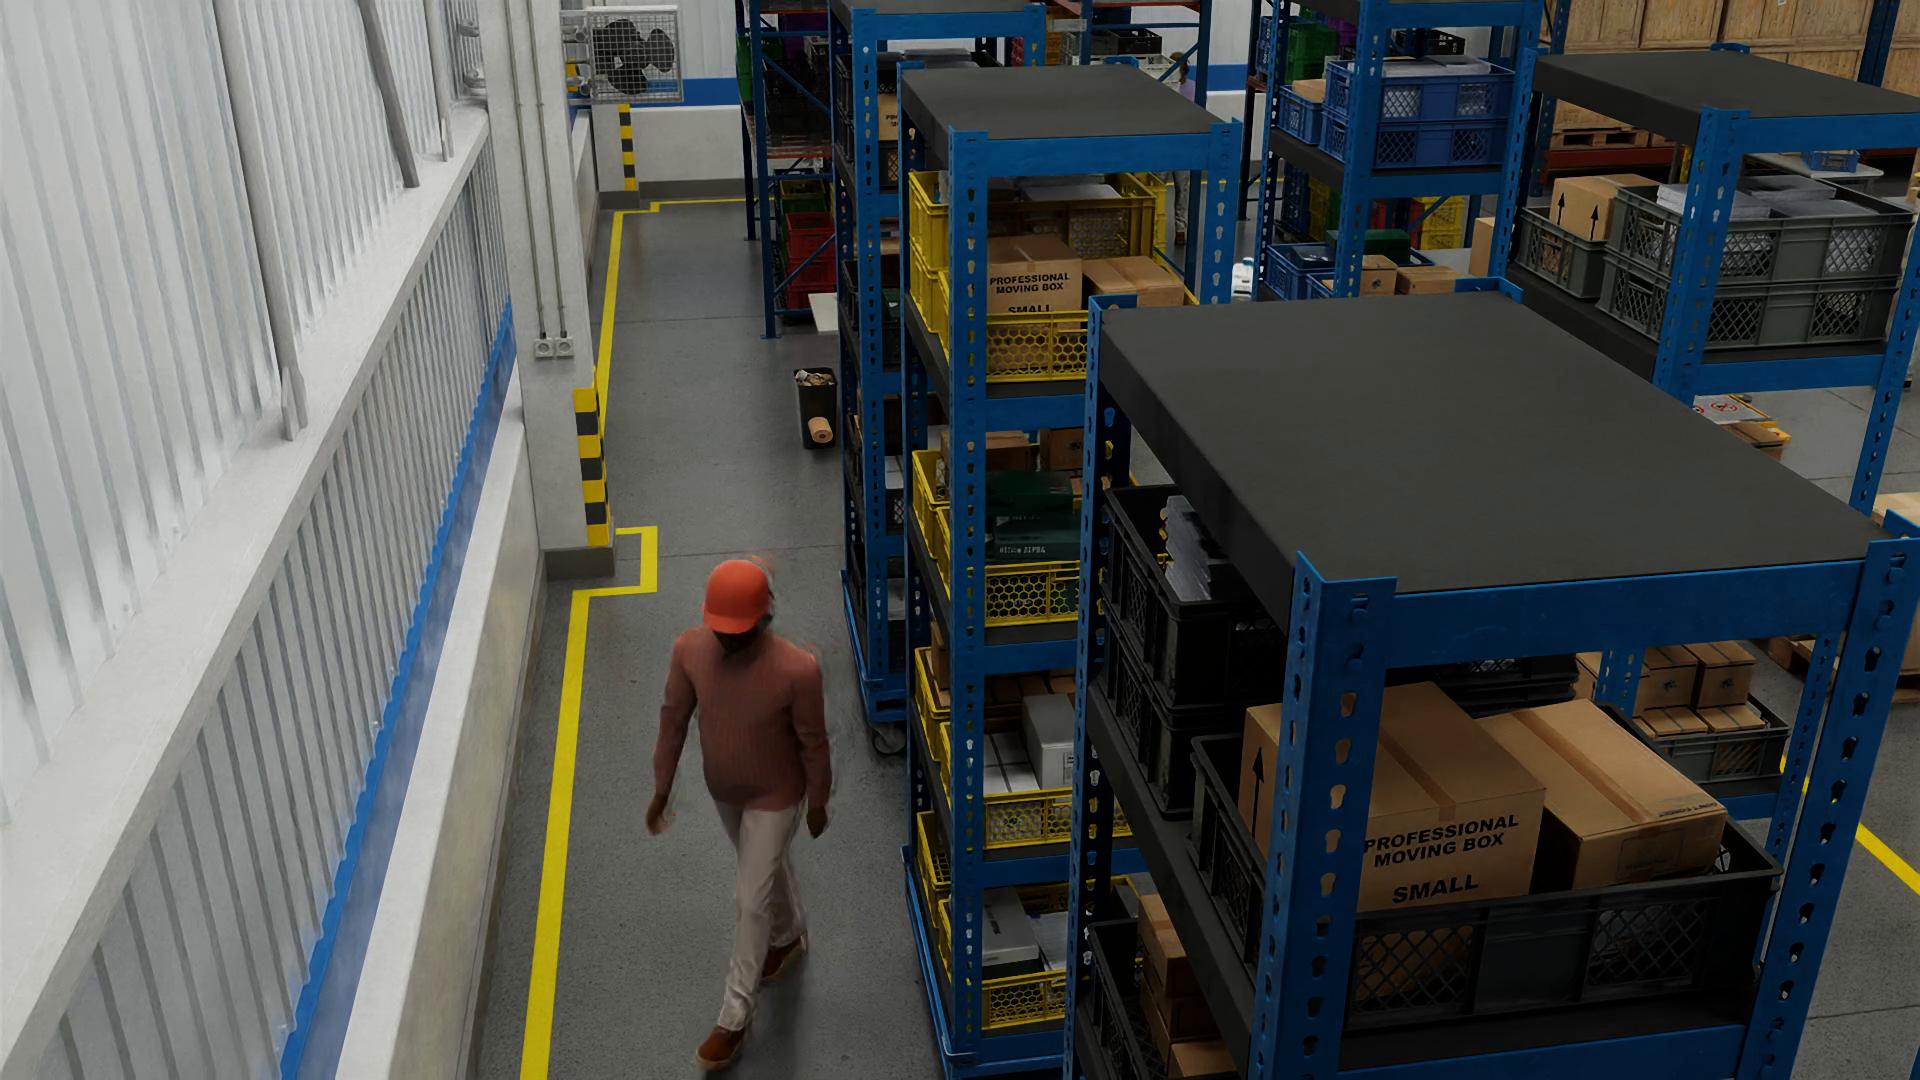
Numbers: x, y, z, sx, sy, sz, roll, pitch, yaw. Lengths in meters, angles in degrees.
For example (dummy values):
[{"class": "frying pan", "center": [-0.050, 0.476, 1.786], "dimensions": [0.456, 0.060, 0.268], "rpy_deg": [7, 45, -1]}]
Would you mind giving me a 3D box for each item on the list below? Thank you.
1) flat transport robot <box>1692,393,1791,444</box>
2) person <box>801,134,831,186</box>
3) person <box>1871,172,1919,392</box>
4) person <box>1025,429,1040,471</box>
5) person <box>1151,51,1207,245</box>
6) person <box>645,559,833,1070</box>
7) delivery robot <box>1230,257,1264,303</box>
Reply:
[{"class": "flat transport robot", "center": [5.224, -0.859, 12.132], "dimensions": [1.431, 0.197, 0.652], "rpy_deg": [-4, 25, -8]}, {"class": "person", "center": [-1.573, -4.570, 18.287], "dimensions": [0.584, 1.880, 0.348], "rpy_deg": [22, 33, 40]}, {"class": "person", "center": [7.416, -2.061, 12.889], "dimensions": [0.404, 1.835, 0.587], "rpy_deg": [10, 27, 21]}, {"class": "person", "center": [0.409, -0.894, 10.628], "dimensions": [0.552, 1.592, 0.818], "rpy_deg": [2, 25, 4]}, {"class": "person", "center": [2.167, -3.988, 16.955], "dimensions": [0.632, 1.940, 0.372], "rpy_deg": [6, 25, 13]}, {"class": "person", "center": [-0.852, 0.974, 6.148], "dimensions": [0.632, 1.943, 0.977], "rpy_deg": [13, 28, 26]}, {"class": "delivery robot", "center": [2.544, -2.260, 14.733], "dimensions": [0.477, 0.478, 0.707], "rpy_deg": [5, 25, 12]}]
